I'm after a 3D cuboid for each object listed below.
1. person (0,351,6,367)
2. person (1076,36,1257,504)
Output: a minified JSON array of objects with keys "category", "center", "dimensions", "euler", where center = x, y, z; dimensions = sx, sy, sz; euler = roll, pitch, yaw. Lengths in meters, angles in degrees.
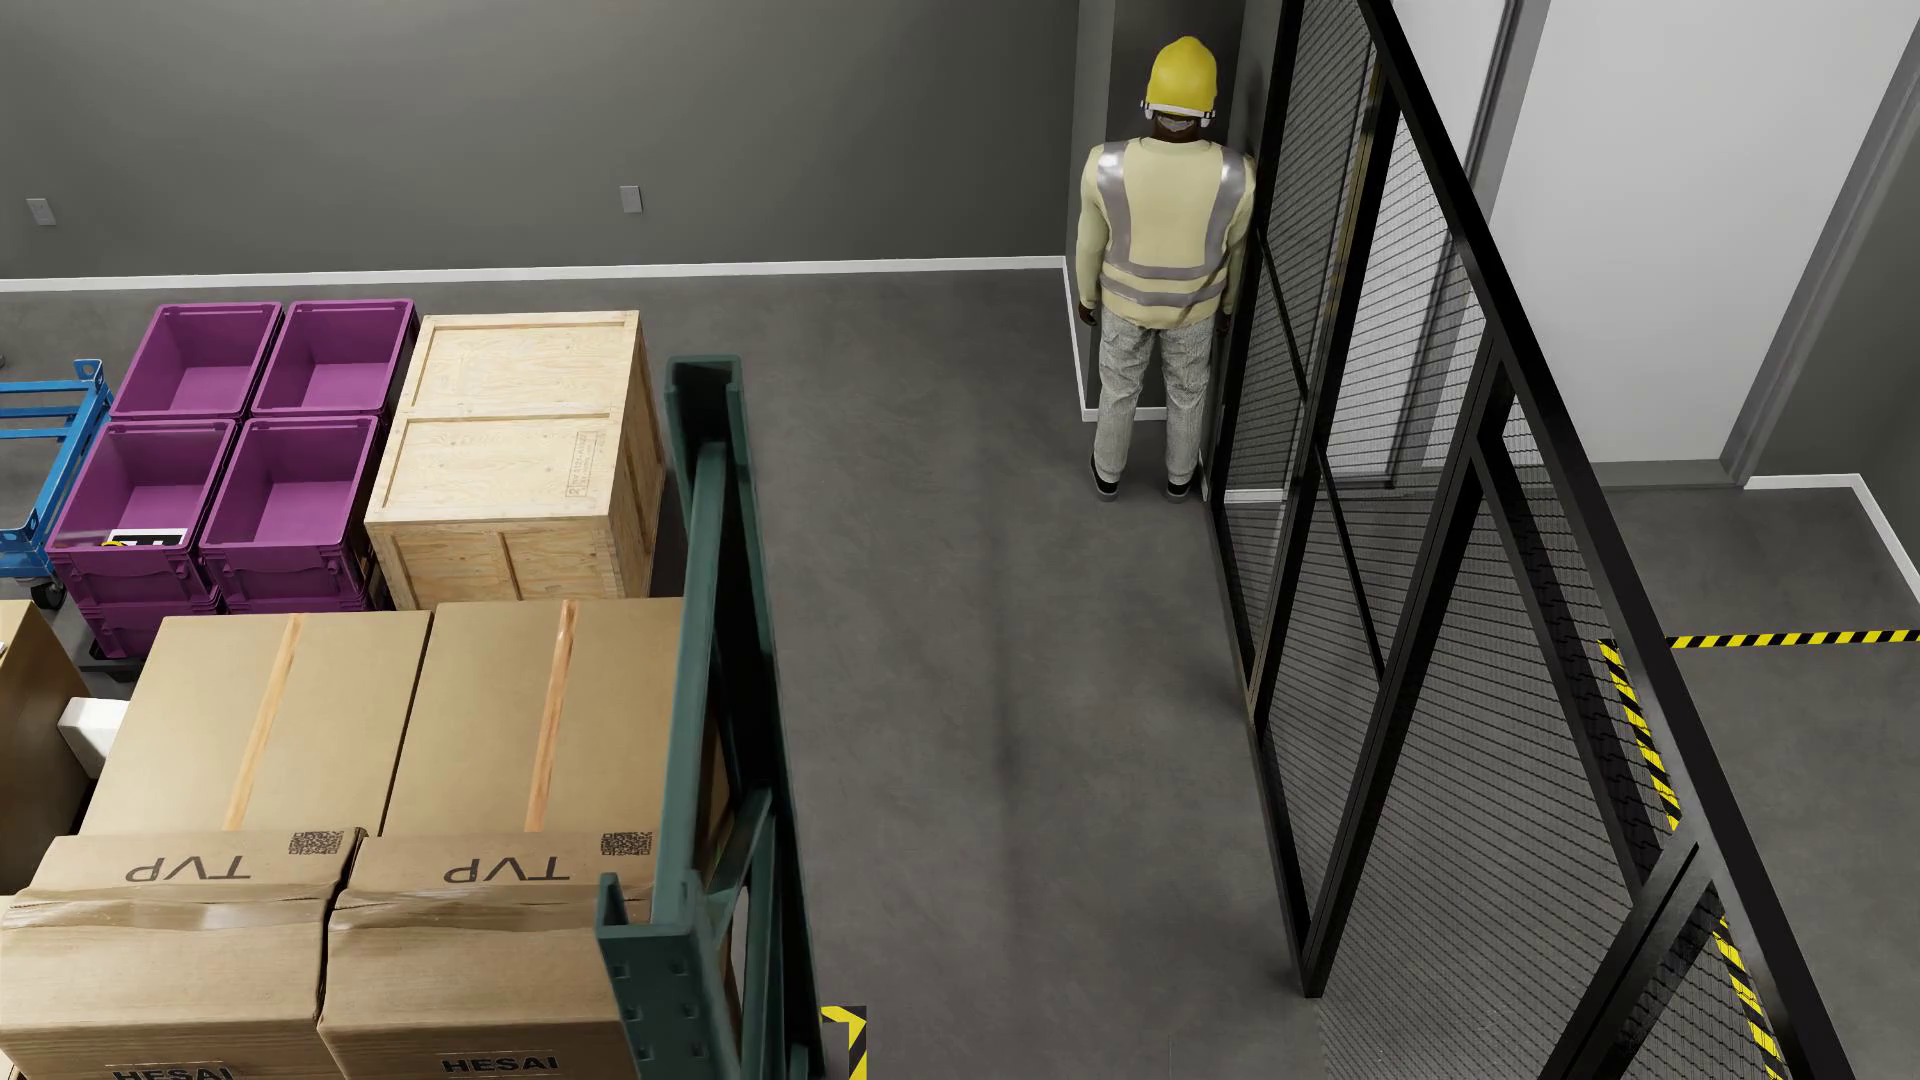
[{"category":"person","center":[-4.036,-1.265,5.965],"dimensions":[0.371,1.940,0.630],"euler":[-3,46,-3]},{"category":"person","center":[0.682,-0.853,5.643],"dimensions":[0.590,1.833,0.404],"euler":[4,46,3]}]
